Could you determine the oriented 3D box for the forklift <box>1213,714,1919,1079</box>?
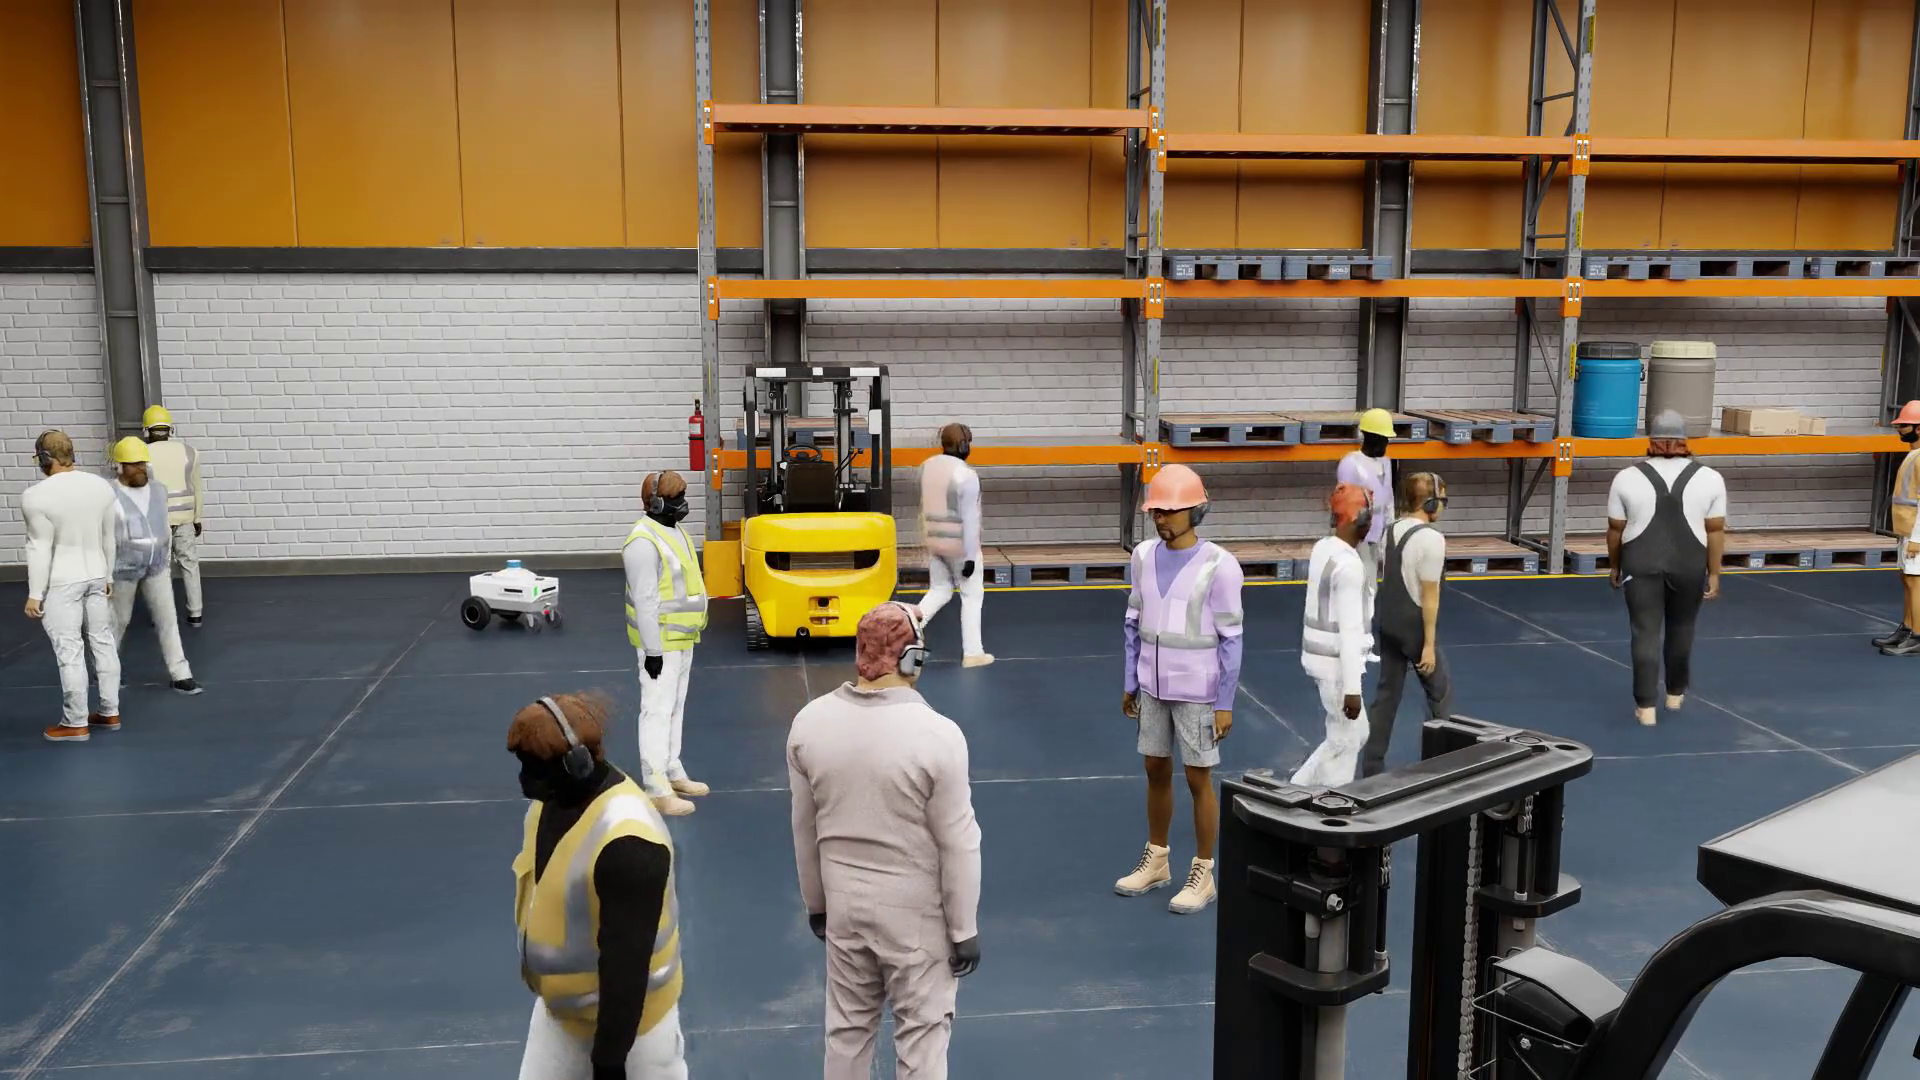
[{"bbox_3d":[1.441,1.425,2.350,1.214,2.155,2.313,-7,12,-39],"label":"forklift"}]

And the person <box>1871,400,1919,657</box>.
[{"bbox_3d":[7.169,-0.082,12.552,0.369,1.939,0.542,4,10,22],"label":"person"}]

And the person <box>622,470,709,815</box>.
[{"bbox_3d":[-1.570,0.541,8.968,0.429,1.843,0.628,1,9,7],"label":"person"}]

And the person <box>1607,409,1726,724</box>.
[{"bbox_3d":[4.571,0.140,10.846,0.697,2.000,0.916,3,10,19],"label":"person"}]

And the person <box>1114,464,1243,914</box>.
[{"bbox_3d":[0.969,0.669,7.544,0.386,2.039,0.616,-9,13,-44],"label":"person"}]

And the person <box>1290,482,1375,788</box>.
[{"bbox_3d":[1.867,0.642,8.239,0.458,1.868,0.623,0,9,0],"label":"person"}]

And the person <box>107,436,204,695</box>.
[{"bbox_3d":[-5.668,0.174,11.441,0.906,1.788,0.607,6,11,33],"label":"person"}]

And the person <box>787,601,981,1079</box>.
[{"bbox_3d":[-0.204,1.127,5.123,0.639,1.902,0.407,5,10,30],"label":"person"}]

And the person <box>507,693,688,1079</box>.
[{"bbox_3d":[-1.049,1.277,4.591,0.992,1.767,0.662,-7,11,-36],"label":"person"}]

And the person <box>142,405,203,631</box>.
[{"bbox_3d":[-6.420,-0.172,13.436,0.588,1.835,0.404,-9,13,-44],"label":"person"}]

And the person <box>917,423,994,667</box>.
[{"bbox_3d":[-0.111,0.057,12.088,0.732,1.817,0.625,-9,13,-43],"label":"person"}]

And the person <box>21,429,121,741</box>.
[{"bbox_3d":[-5.507,0.280,10.307,0.371,1.935,0.627,3,10,20],"label":"person"}]

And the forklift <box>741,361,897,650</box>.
[{"bbox_3d":[-1.154,-0.340,13.365,1.214,2.155,2.313,-1,9,-7],"label":"forklift"}]

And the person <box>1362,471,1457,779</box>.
[{"bbox_3d":[2.586,0.528,9.171,0.922,1.799,0.532,-4,10,-22],"label":"person"}]

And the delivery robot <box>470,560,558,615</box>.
[{"bbox_3d":[-3.625,0.404,13.533,0.707,0.478,0.477,4,10,23],"label":"delivery robot"}]

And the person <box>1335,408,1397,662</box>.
[{"bbox_3d":[3.002,-0.028,12.337,0.453,1.905,0.586,8,12,41],"label":"person"}]
